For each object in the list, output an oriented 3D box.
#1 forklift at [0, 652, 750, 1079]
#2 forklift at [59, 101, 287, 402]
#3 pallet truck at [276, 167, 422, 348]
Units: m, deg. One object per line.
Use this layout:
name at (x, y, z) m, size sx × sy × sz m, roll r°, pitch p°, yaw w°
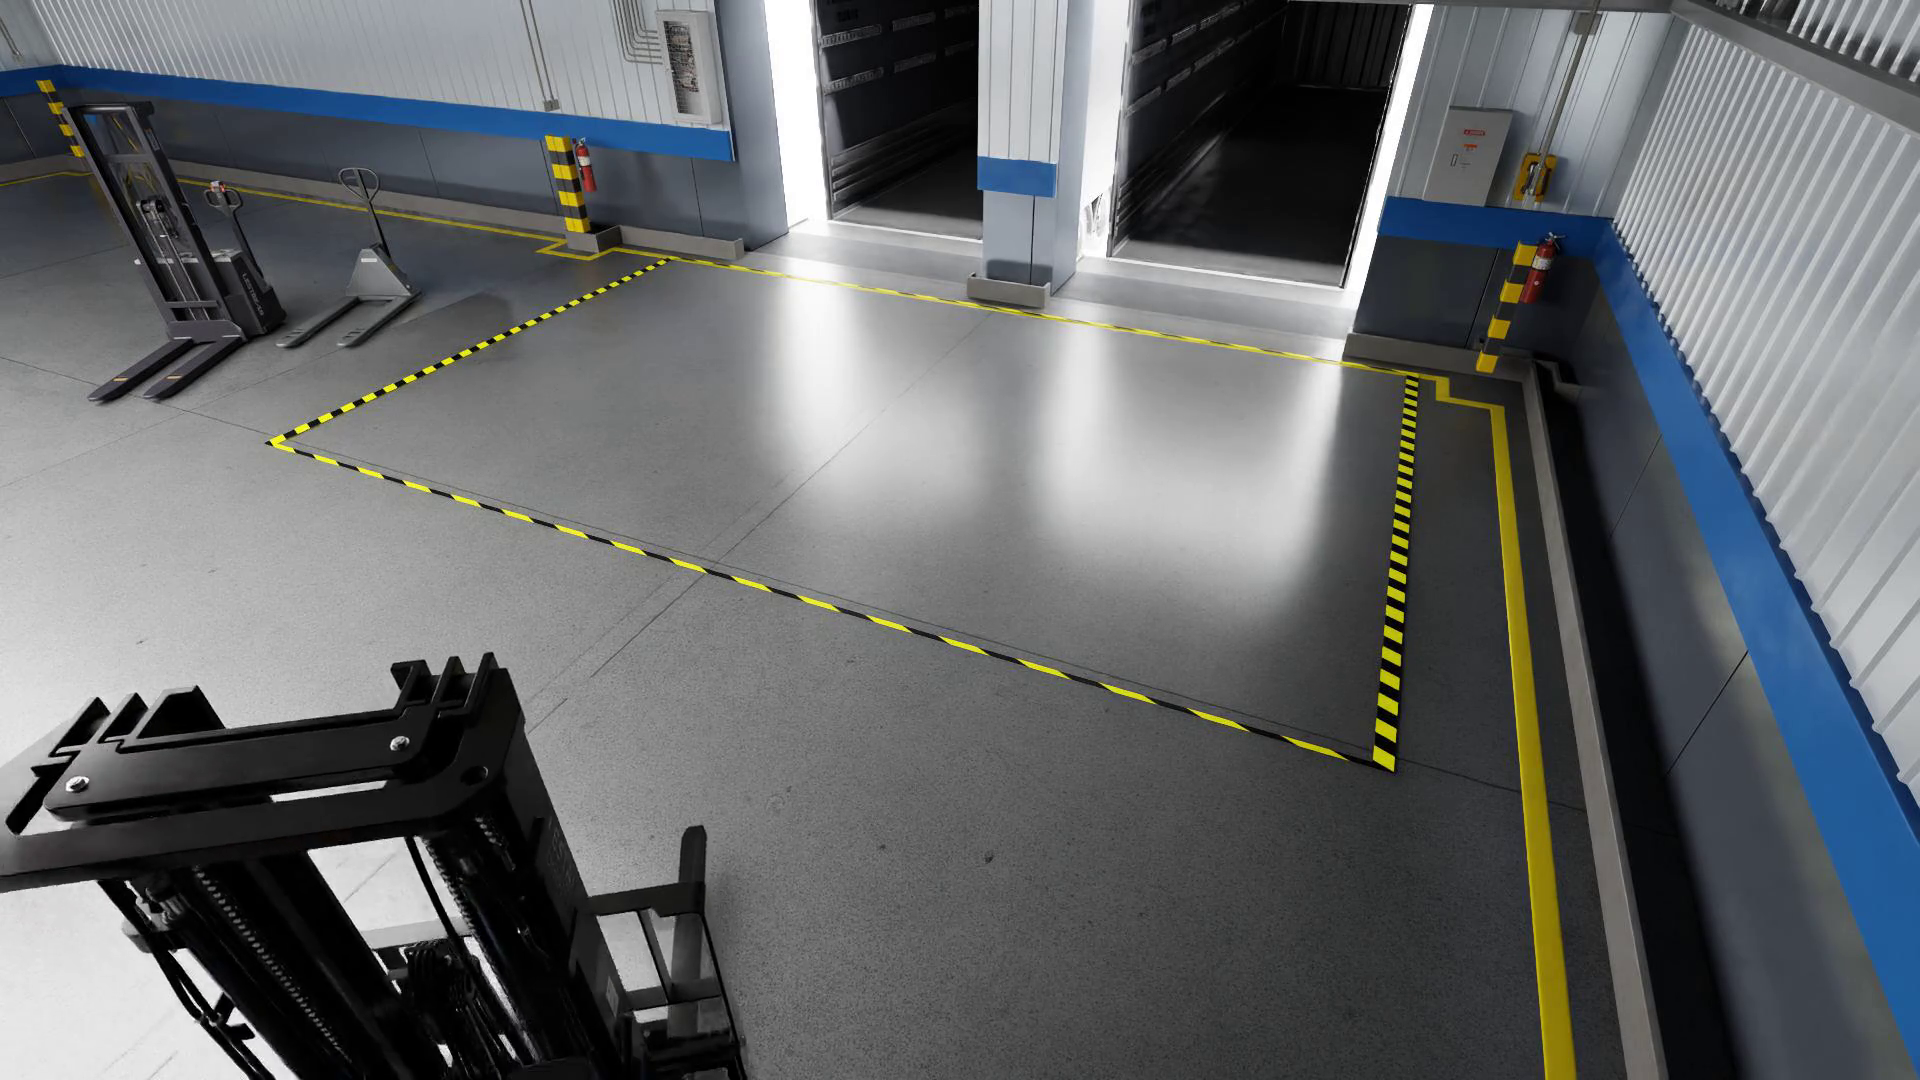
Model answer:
forklift at (-0.957, 1.728, 1.237) m, size 1.157 × 2.036 × 2.680 m, roll -6°, pitch 35°, yaw -8°
forklift at (-6.686, -2.387, 7.434) m, size 0.823 × 1.965 × 1.885 m, roll -3°, pitch 35°, yaw -5°
pallet truck at (-5.732, -2.611, 8.414) m, size 0.680 × 1.201 × 1.601 m, roll -1°, pitch 35°, yaw -1°
